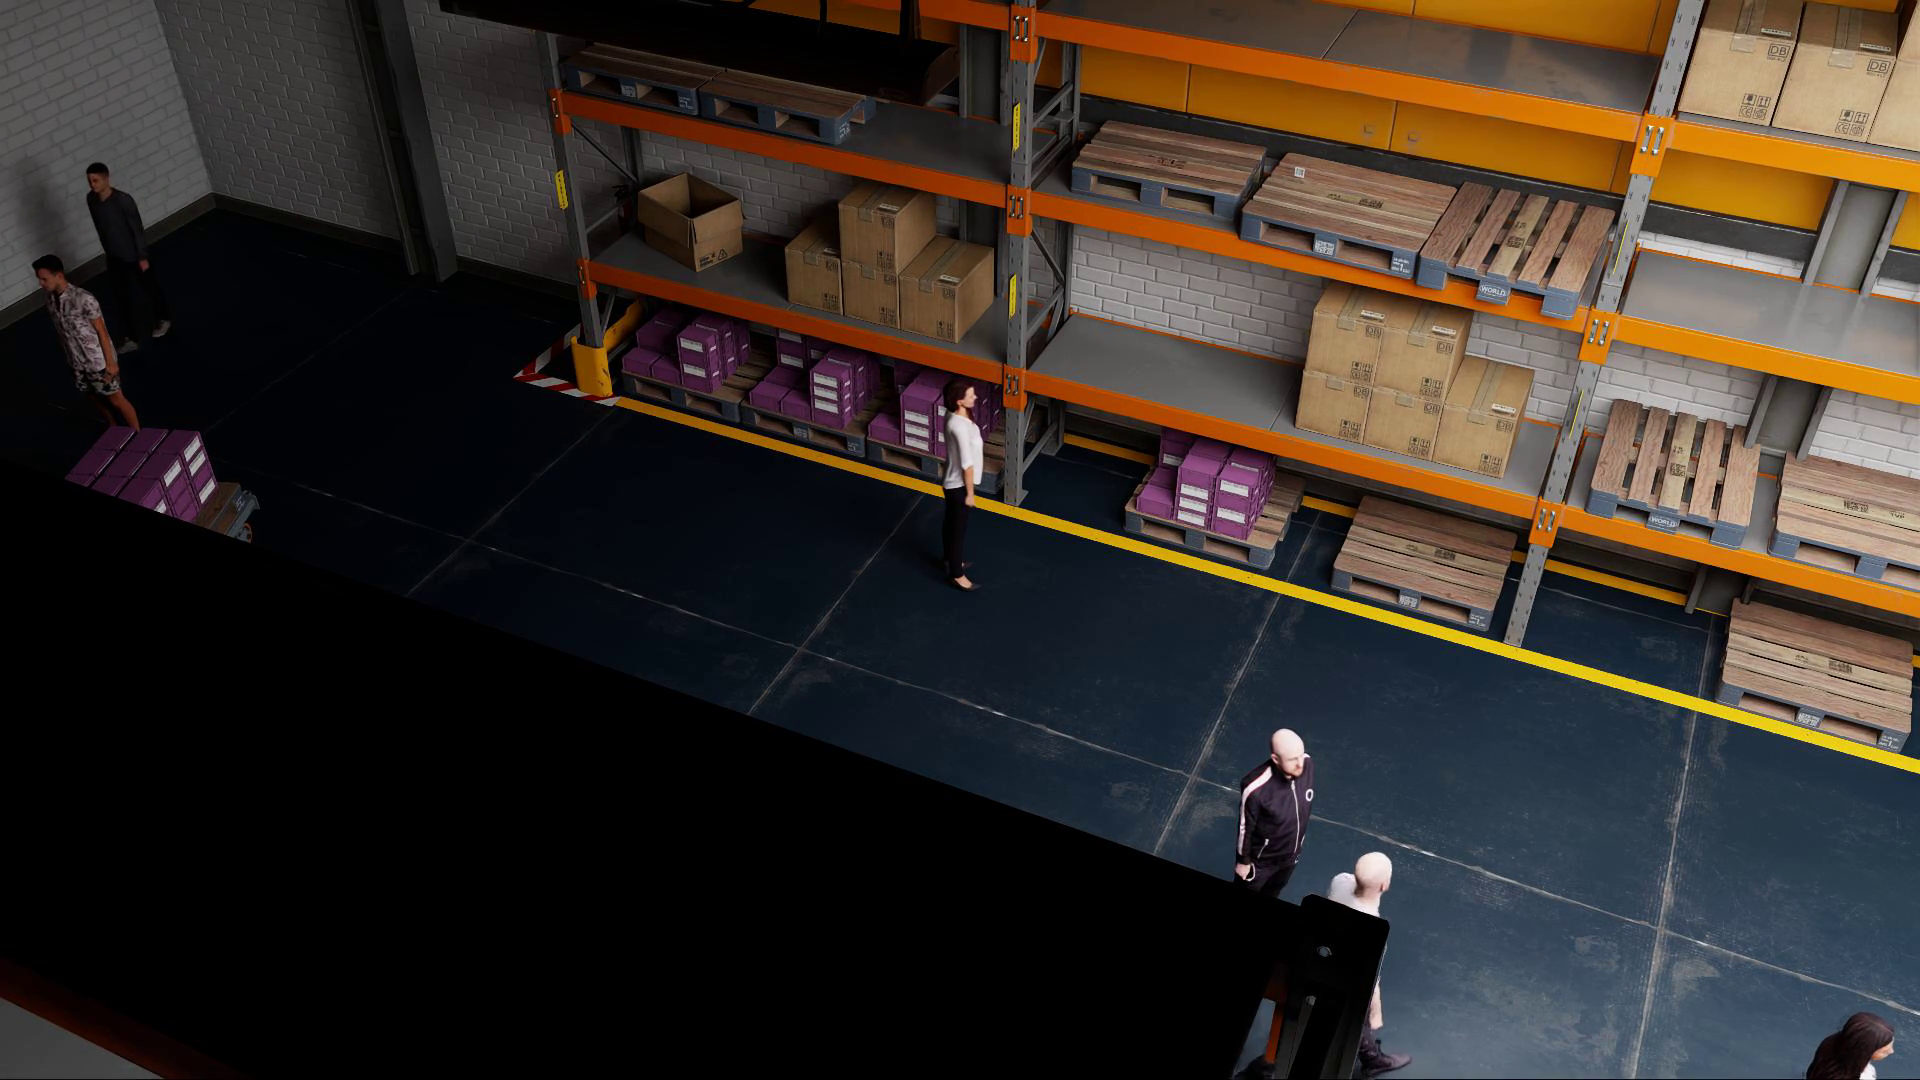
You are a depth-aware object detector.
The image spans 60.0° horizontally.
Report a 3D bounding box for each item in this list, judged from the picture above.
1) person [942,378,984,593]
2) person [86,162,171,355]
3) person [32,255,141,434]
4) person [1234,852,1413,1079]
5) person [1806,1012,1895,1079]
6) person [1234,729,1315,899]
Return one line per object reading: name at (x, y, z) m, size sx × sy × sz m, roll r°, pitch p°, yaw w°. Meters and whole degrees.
person at (-0.021, -0.413, 12.204) m, size 0.698 × 1.795 × 0.684 m, roll -5°, pitch 39°, yaw -7°
person at (-7.471, -2.616, 15.005) m, size 0.977 × 1.741 × 0.894 m, roll 3°, pitch 39°, yaw 4°
person at (-7.098, -1.533, 13.594) m, size 0.538 × 1.810 × 0.746 m, roll 13°, pitch 40°, yaw 16°
person at (1.906, 2.347, 8.756) m, size 1.344 × 1.785 × 1.043 m, roll 1°, pitch 39°, yaw 1°
person at (4.147, 2.880, 8.097) m, size 0.544 × 1.774 × 0.613 m, roll 12°, pitch 40°, yaw 14°
person at (1.746, 1.740, 9.474) m, size 0.755 × 1.837 × 0.741 m, roll -26°, pitch 46°, yaw -29°
